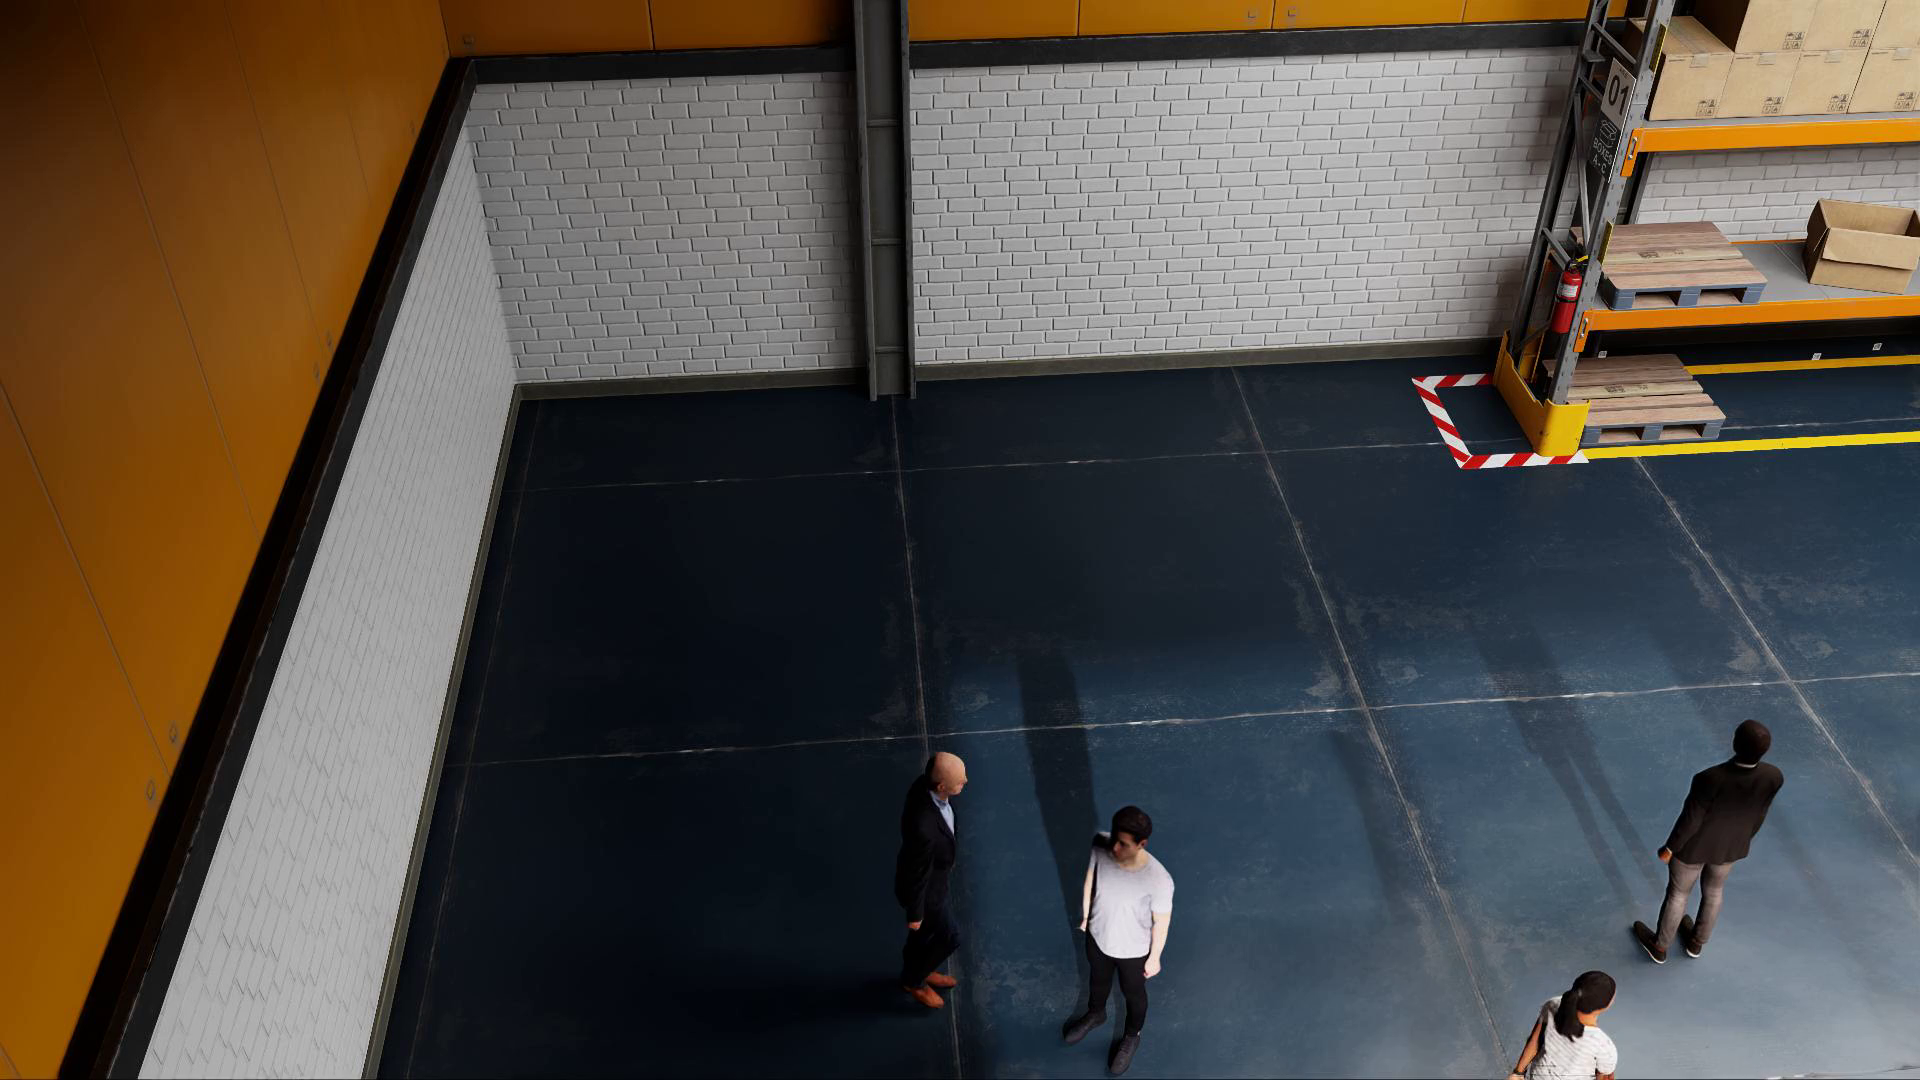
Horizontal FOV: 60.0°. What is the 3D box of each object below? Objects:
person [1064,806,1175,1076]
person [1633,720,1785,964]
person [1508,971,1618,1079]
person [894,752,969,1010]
[{"bbox_3d":[0.846,2.053,8.658,0.728,1.863,0.781,29,47,31],"label":"person"},{"bbox_3d":[4.149,1.674,9.181,0.493,1.802,0.713,-4,39,-6],"label":"person"},{"bbox_3d":[2.818,2.718,8.043,1.213,1.592,0.767,-14,41,-17],"label":"person"},{"bbox_3d":[-0.262,1.826,9.009,0.674,1.779,0.752,7,39,8],"label":"person"}]
